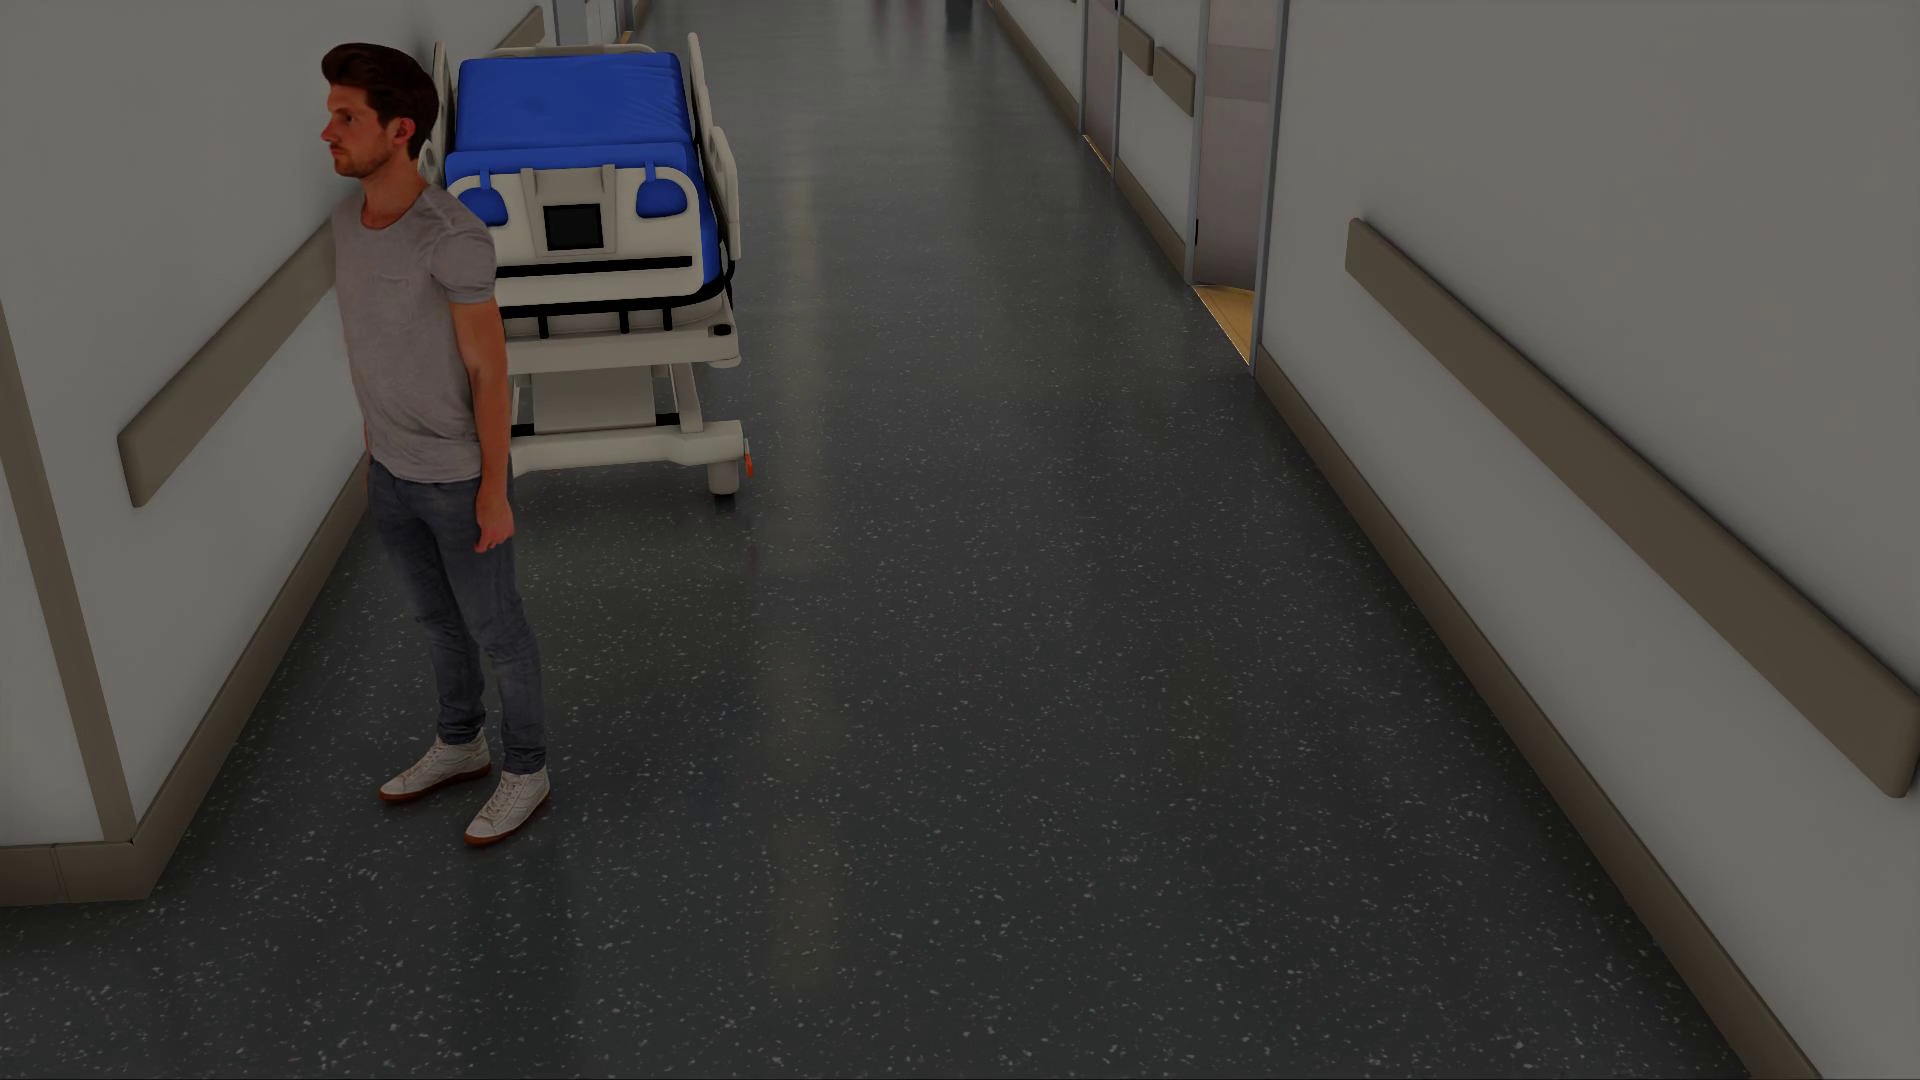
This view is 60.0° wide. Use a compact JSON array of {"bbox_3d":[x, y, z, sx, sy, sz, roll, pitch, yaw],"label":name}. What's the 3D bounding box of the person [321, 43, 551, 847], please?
[{"bbox_3d":[-1.212,-0.189,3.870,0.718,1.898,0.792,18,31,33],"label":"person"}]
